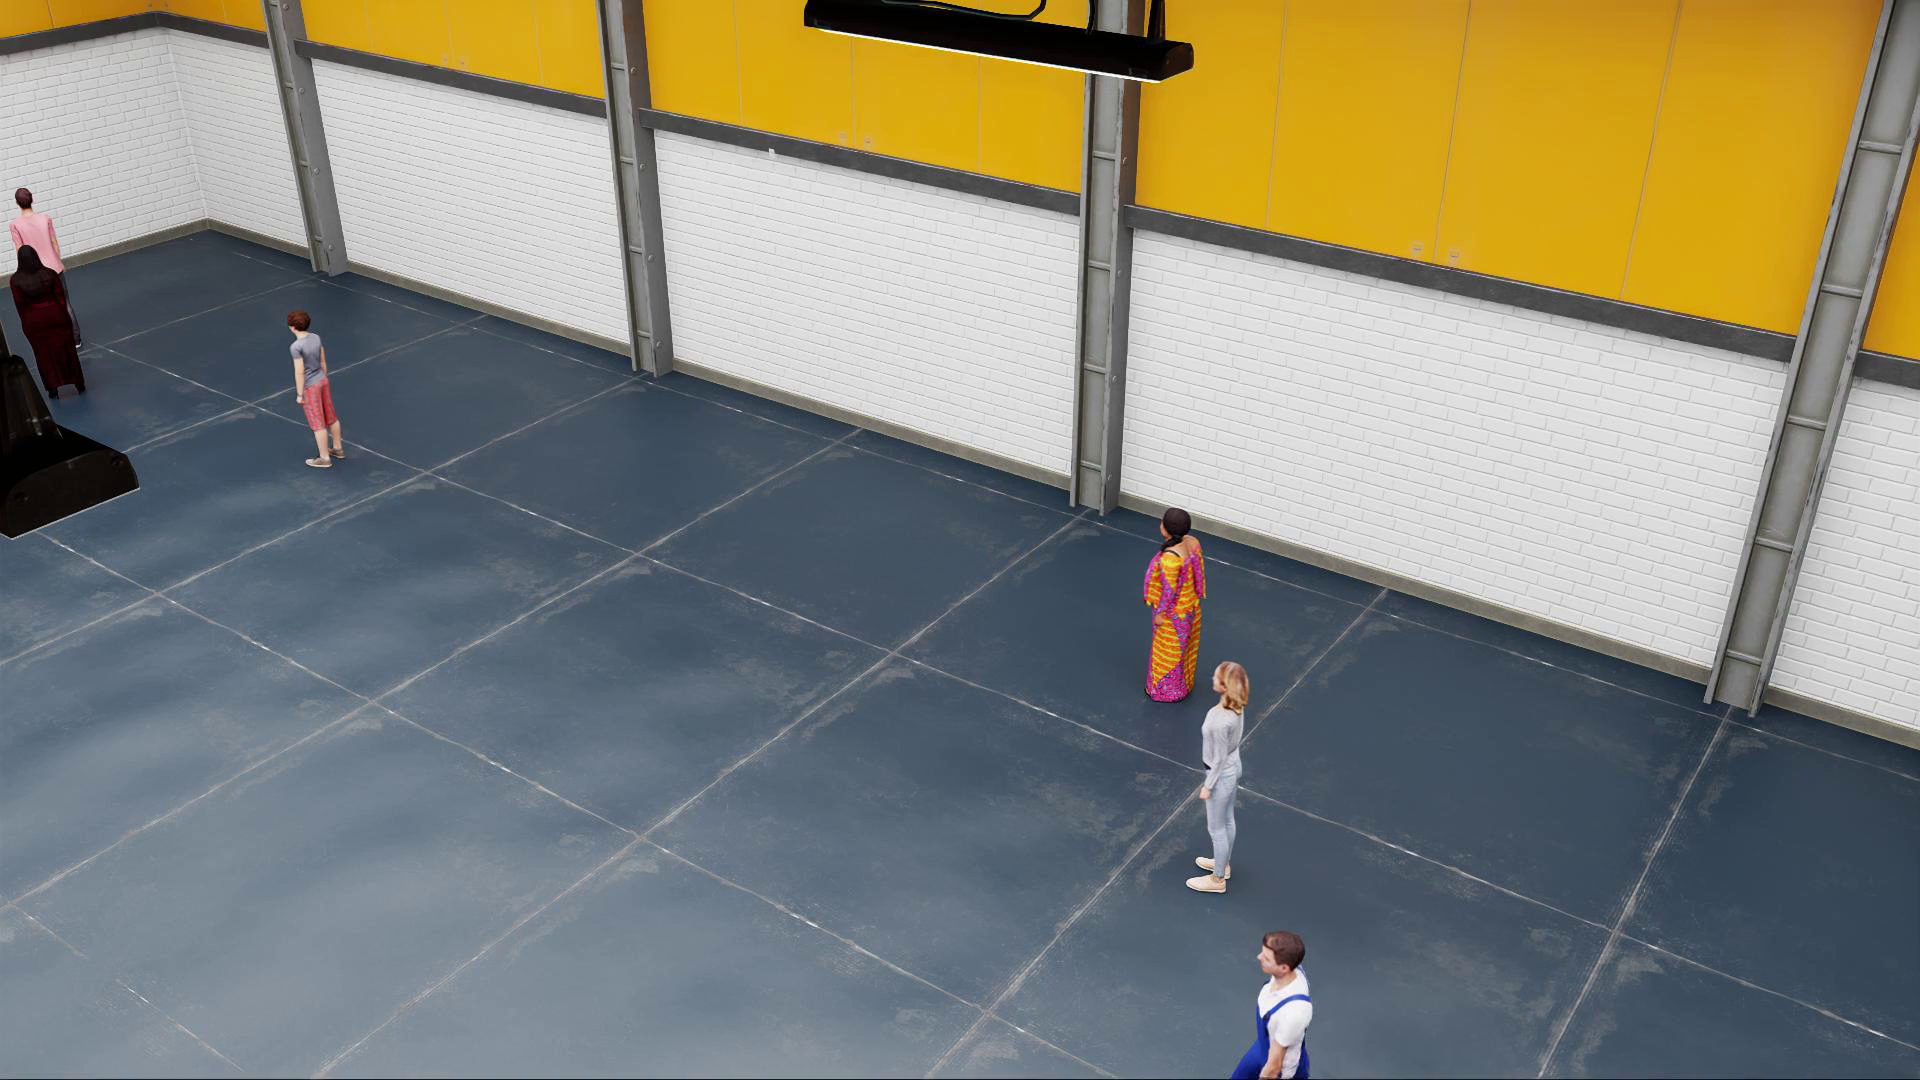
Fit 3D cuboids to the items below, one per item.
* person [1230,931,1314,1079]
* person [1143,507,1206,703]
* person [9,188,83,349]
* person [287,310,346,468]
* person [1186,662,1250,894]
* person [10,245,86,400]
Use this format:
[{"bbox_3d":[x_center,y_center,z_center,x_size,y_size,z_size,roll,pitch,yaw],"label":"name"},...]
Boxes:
[{"bbox_3d":[1.778,2.797,8.766,1.196,1.822,1.024,1,29,2],"label":"person"},{"bbox_3d":[1.670,0.479,13.163,0.661,1.681,0.656,16,32,26],"label":"person"},{"bbox_3d":[-10.790,-3.179,19.580,0.670,1.958,0.600,-25,37,-38],"label":"person"},{"bbox_3d":[-6.565,-1.549,16.913,0.597,1.651,0.627,11,30,19],"label":"person"},{"bbox_3d":[1.741,1.568,11.047,0.568,1.796,0.626,12,31,21],"label":"person"},{"bbox_3d":[-10.099,-2.416,18.390,0.739,1.757,0.718,-19,34,-30],"label":"person"}]
